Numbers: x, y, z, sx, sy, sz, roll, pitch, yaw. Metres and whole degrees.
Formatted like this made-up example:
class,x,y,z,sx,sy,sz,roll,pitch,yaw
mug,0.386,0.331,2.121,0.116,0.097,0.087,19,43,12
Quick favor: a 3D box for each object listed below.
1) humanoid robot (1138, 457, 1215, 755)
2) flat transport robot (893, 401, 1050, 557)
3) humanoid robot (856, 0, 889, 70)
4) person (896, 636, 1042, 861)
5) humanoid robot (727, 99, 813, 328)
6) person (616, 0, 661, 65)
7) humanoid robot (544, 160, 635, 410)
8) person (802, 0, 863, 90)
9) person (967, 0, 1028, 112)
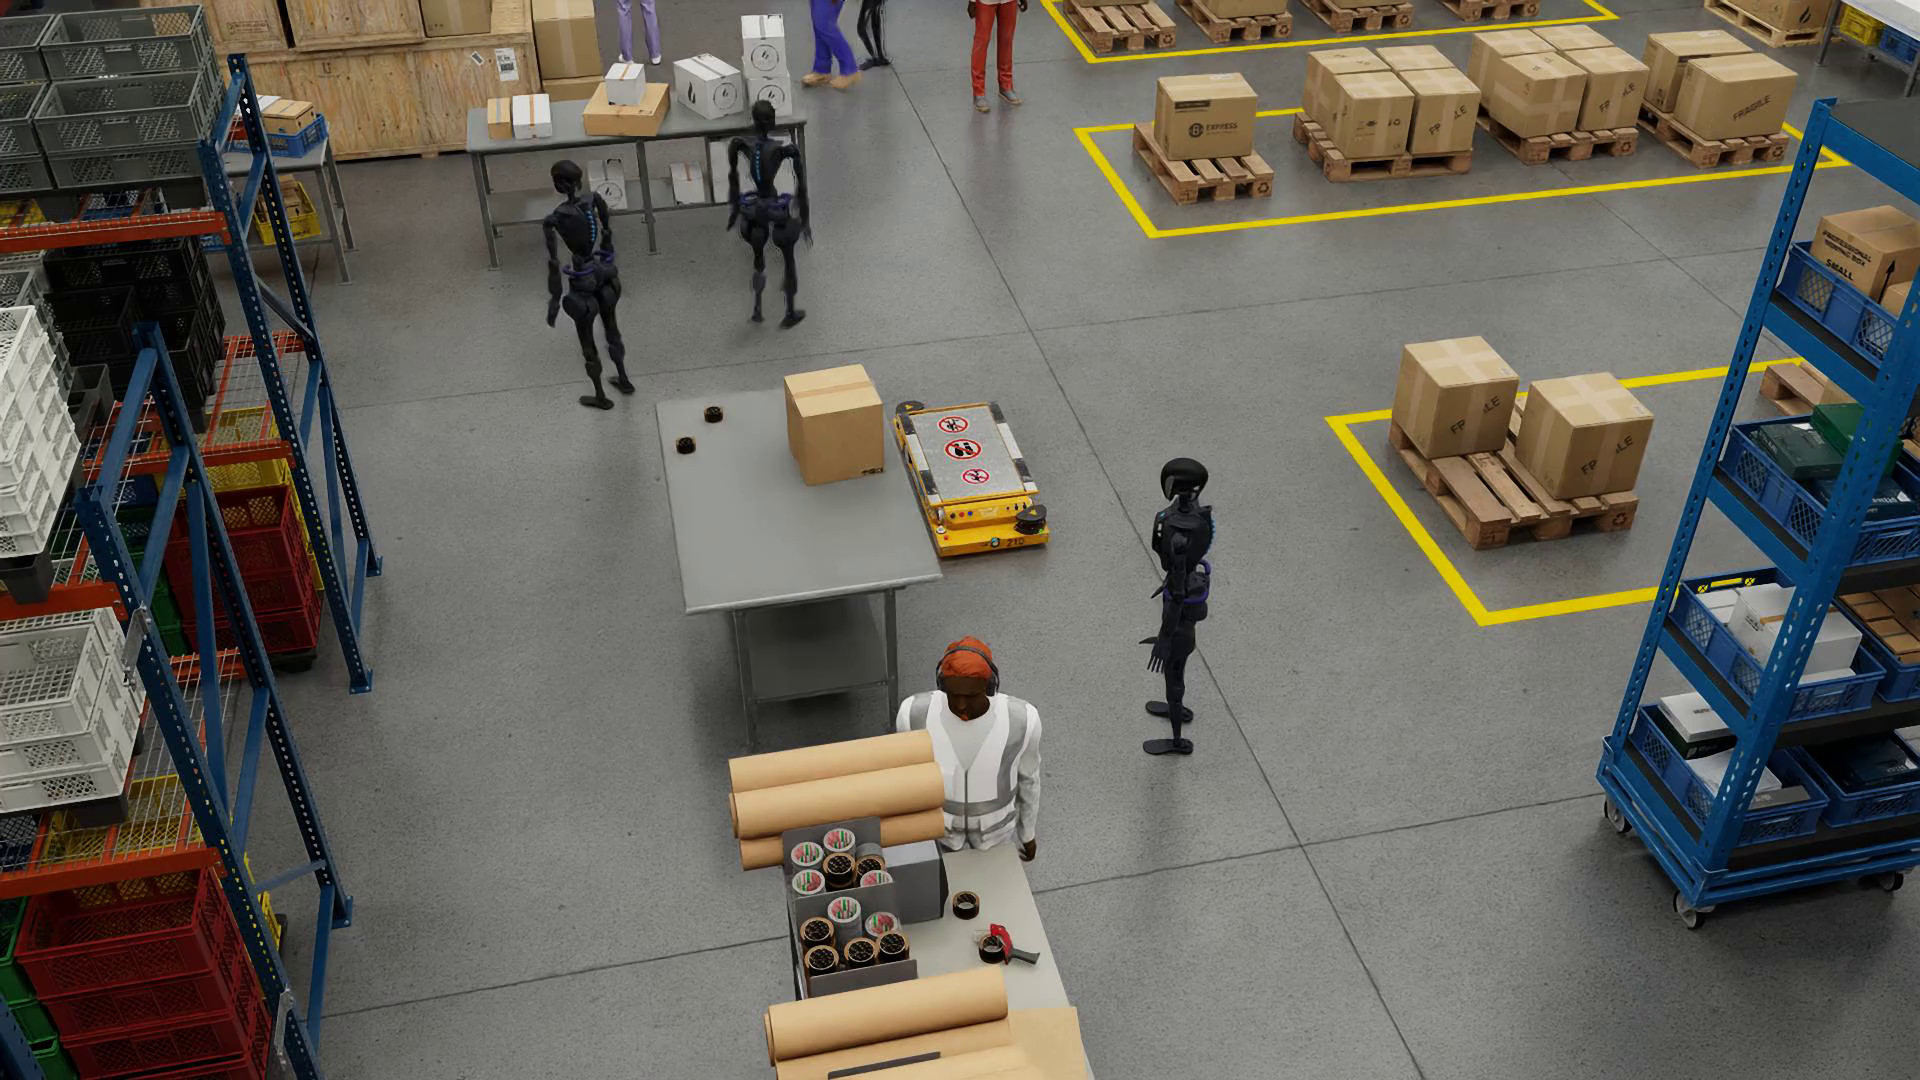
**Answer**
class,x,y,z,sx,sy,sz,roll,pitch,yaw
humanoid robot,1.029,0.316,7.937,0.317,1.657,0.612,6,37,8
flat transport robot,0.046,-0.430,10.108,0.652,0.197,1.431,-8,37,-10
humanoid robot,-0.833,-5.152,15.296,0.383,1.646,0.684,2,37,2
person,0.026,1.146,6.661,0.582,1.882,0.349,1,37,2
humanoid robot,-1.312,-2.207,11.334,0.635,1.643,0.339,8,37,11
person,-3.059,-5.351,15.370,0.587,1.920,0.400,-10,38,-13
humanoid robot,-2.372,-1.621,10.543,0.322,1.655,0.604,21,41,26
person,-1.199,-5.081,14.900,0.557,2.000,0.723,-9,38,-11
person,0.321,-4.762,14.509,0.609,1.994,0.376,-17,40,-22
